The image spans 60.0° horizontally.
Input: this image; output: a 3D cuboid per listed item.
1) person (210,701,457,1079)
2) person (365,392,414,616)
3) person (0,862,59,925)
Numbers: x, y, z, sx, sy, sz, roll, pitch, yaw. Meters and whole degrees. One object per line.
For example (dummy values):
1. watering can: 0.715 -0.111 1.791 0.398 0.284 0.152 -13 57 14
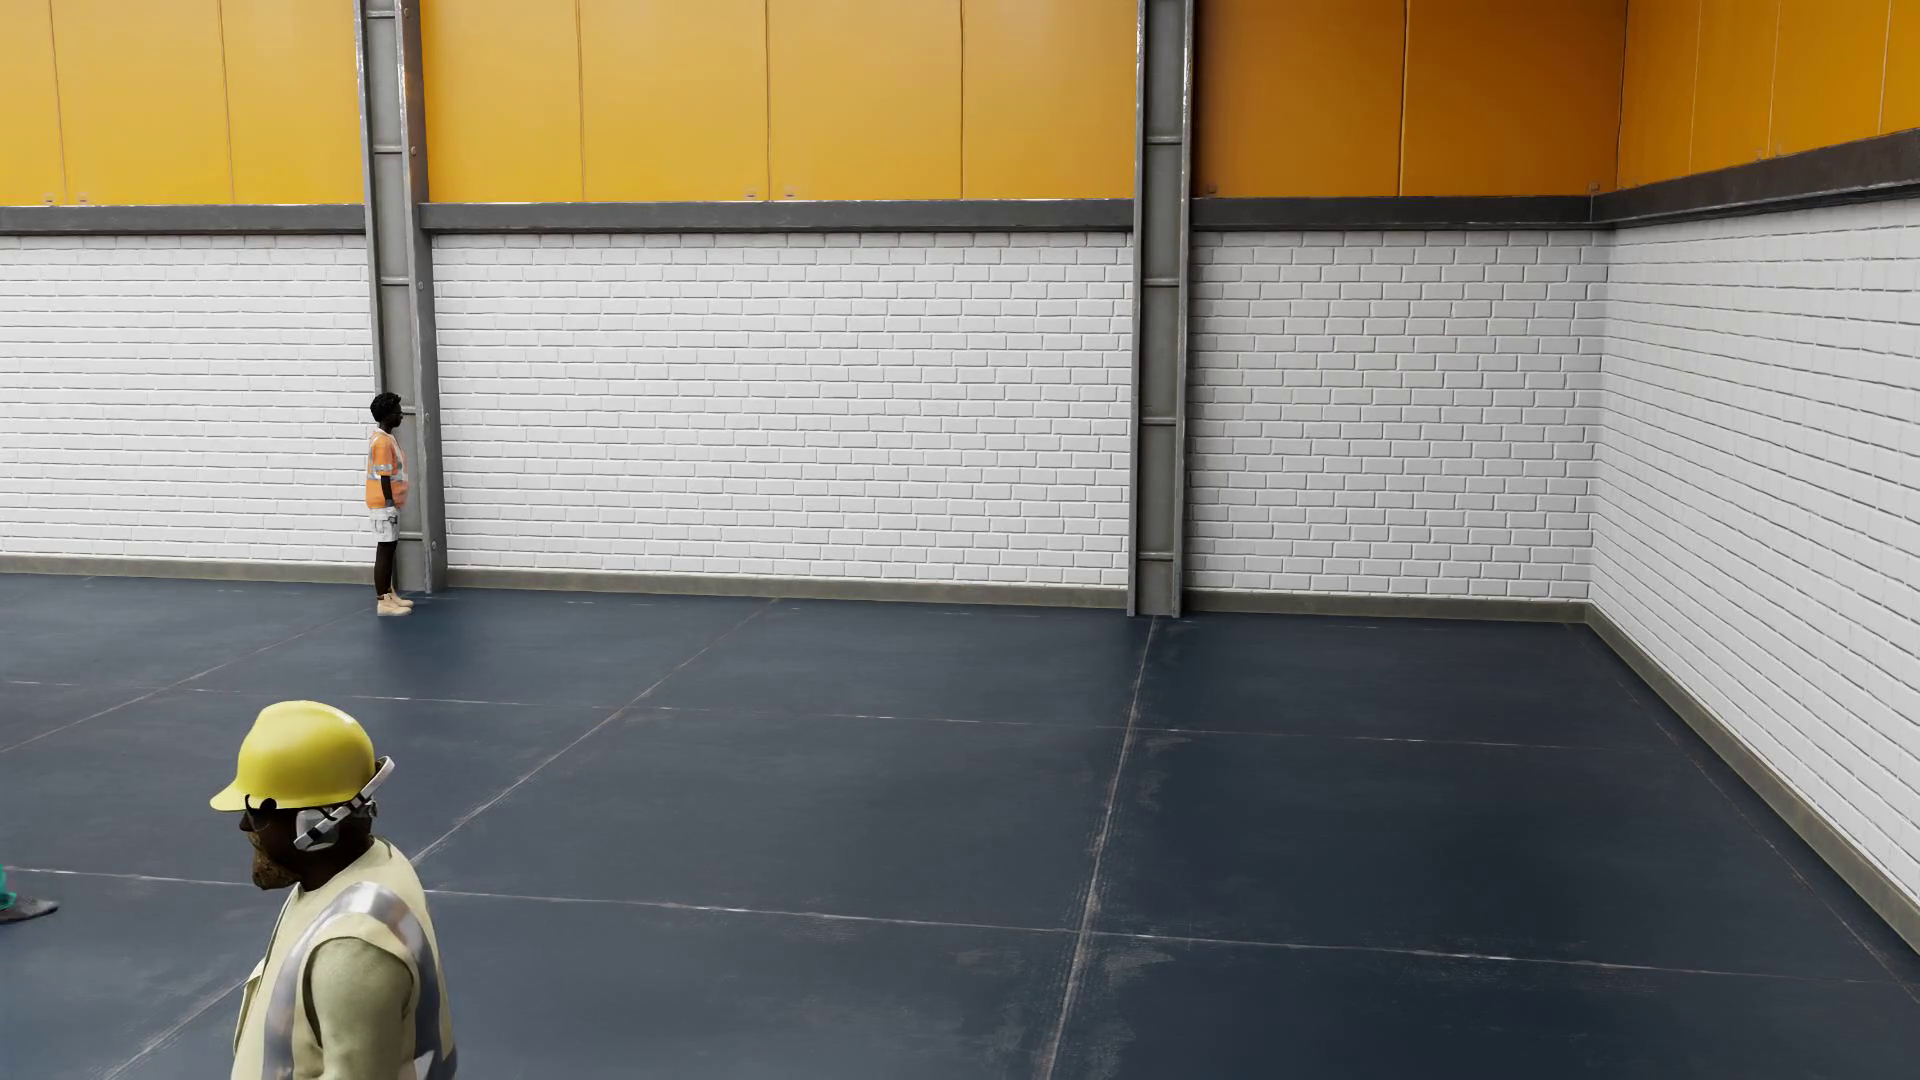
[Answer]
1. person: -1.160 1.195 3.159 0.403 1.825 0.592 -4 10 -22
2. person: -4.332 -0.271 12.602 0.316 1.694 0.522 -2 10 -14
3. person: -3.959 0.683 6.597 0.539 1.760 0.514 7 12 39
